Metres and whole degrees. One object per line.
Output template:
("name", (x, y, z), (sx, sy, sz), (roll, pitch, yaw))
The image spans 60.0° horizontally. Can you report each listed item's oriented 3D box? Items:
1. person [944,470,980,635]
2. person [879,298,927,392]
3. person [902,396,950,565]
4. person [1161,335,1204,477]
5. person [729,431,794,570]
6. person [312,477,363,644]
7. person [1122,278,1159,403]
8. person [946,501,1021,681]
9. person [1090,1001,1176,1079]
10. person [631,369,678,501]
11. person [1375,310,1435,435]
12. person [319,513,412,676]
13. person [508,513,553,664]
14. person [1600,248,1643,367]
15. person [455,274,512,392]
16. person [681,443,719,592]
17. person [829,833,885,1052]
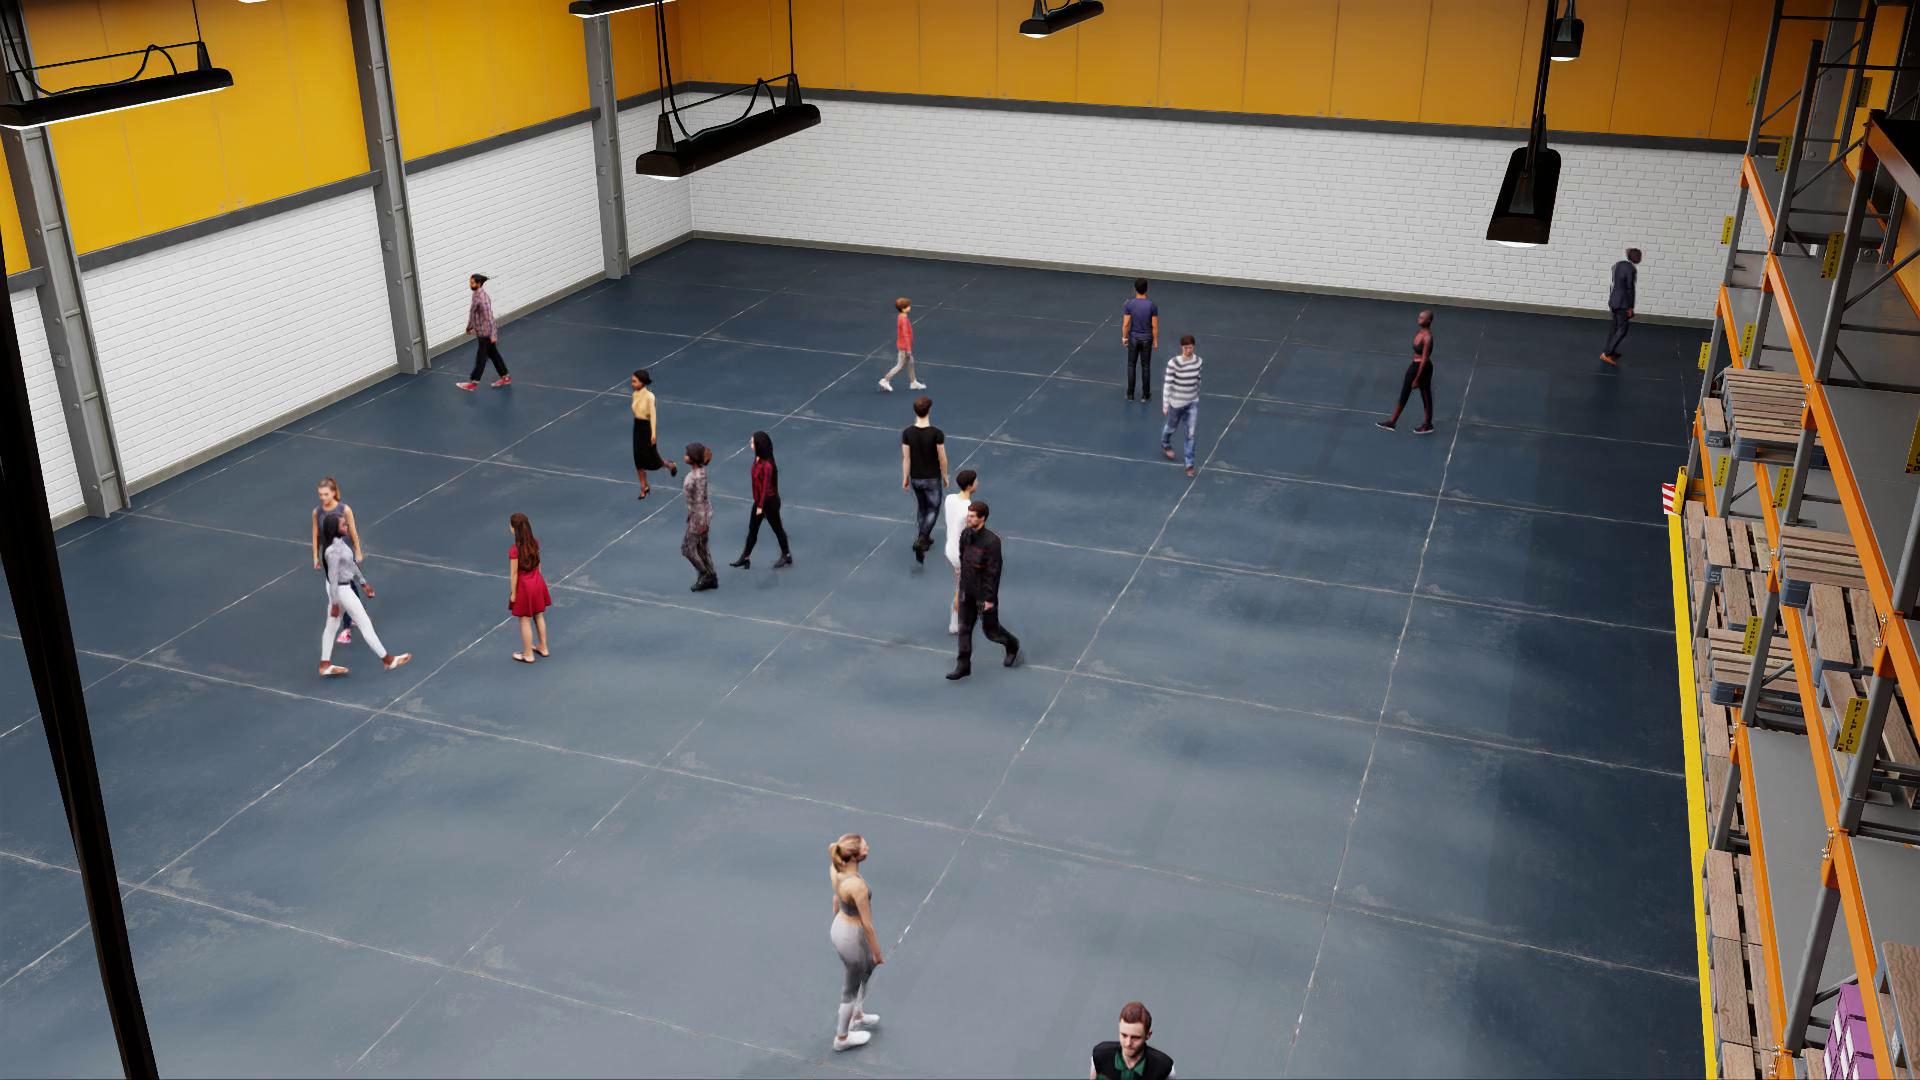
("person", (-0.044, 0.148, 16.991), (0.860, 1.766, 0.814), (-15, 28, -31))
("person", (-0.882, -2.827, 24.259), (0.848, 1.396, 0.935), (-3, 24, -6))
("person", (-0.405, -0.649, 18.679), (0.654, 1.874, 1.060), (8, 25, 17))
("person", (2.839, -1.781, 21.374), (1.089, 1.790, 1.351), (-5, 24, -11))
("person", (-2.054, -0.427, 18.477), (1.033, 1.630, 0.957), (-12, 26, -26))
("person", (-6.343, 0.146, 17.098), (0.819, 1.684, 1.149), (0, 24, 1))
("person", (2.570, -2.867, 23.859), (0.741, 1.790, 0.727), (5, 24, 11))
("person", (0.258, 0.481, 16.165), (0.992, 1.817, 1.198), (22, 32, 40))
("person", (0.943, 3.402, 9.450), (0.656, 1.843, 0.615), (6, 24, 13))
("person", (-3.803, -1.301, 20.474), (0.710, 1.632, 0.935), (17, 29, 33))
("person", (6.339, -2.257, 22.532), (1.043, 1.734, 1.092), (-5, 24, -12))
("person", (-6.096, 0.562, 16.151), (1.070, 1.680, 1.111), (-7, 24, -15))
("person", (-4.294, 0.465, 16.534), (0.662, 1.551, 0.591), (13, 27, 28))
("person", (10.156, -3.599, 25.520), (0.953, 1.800, 0.857), (-6, 24, -14))
("person", (-6.878, -3.054, 24.355), (1.188, 1.734, 1.117), (-11, 26, -24))
("person", (-2.725, -0.235, 17.946), (0.784, 1.704, 0.715), (-5, 24, -12))
("person", (-0.807, 2.724, 11.193), (0.782, 1.689, 0.725), (-12, 26, -26))
